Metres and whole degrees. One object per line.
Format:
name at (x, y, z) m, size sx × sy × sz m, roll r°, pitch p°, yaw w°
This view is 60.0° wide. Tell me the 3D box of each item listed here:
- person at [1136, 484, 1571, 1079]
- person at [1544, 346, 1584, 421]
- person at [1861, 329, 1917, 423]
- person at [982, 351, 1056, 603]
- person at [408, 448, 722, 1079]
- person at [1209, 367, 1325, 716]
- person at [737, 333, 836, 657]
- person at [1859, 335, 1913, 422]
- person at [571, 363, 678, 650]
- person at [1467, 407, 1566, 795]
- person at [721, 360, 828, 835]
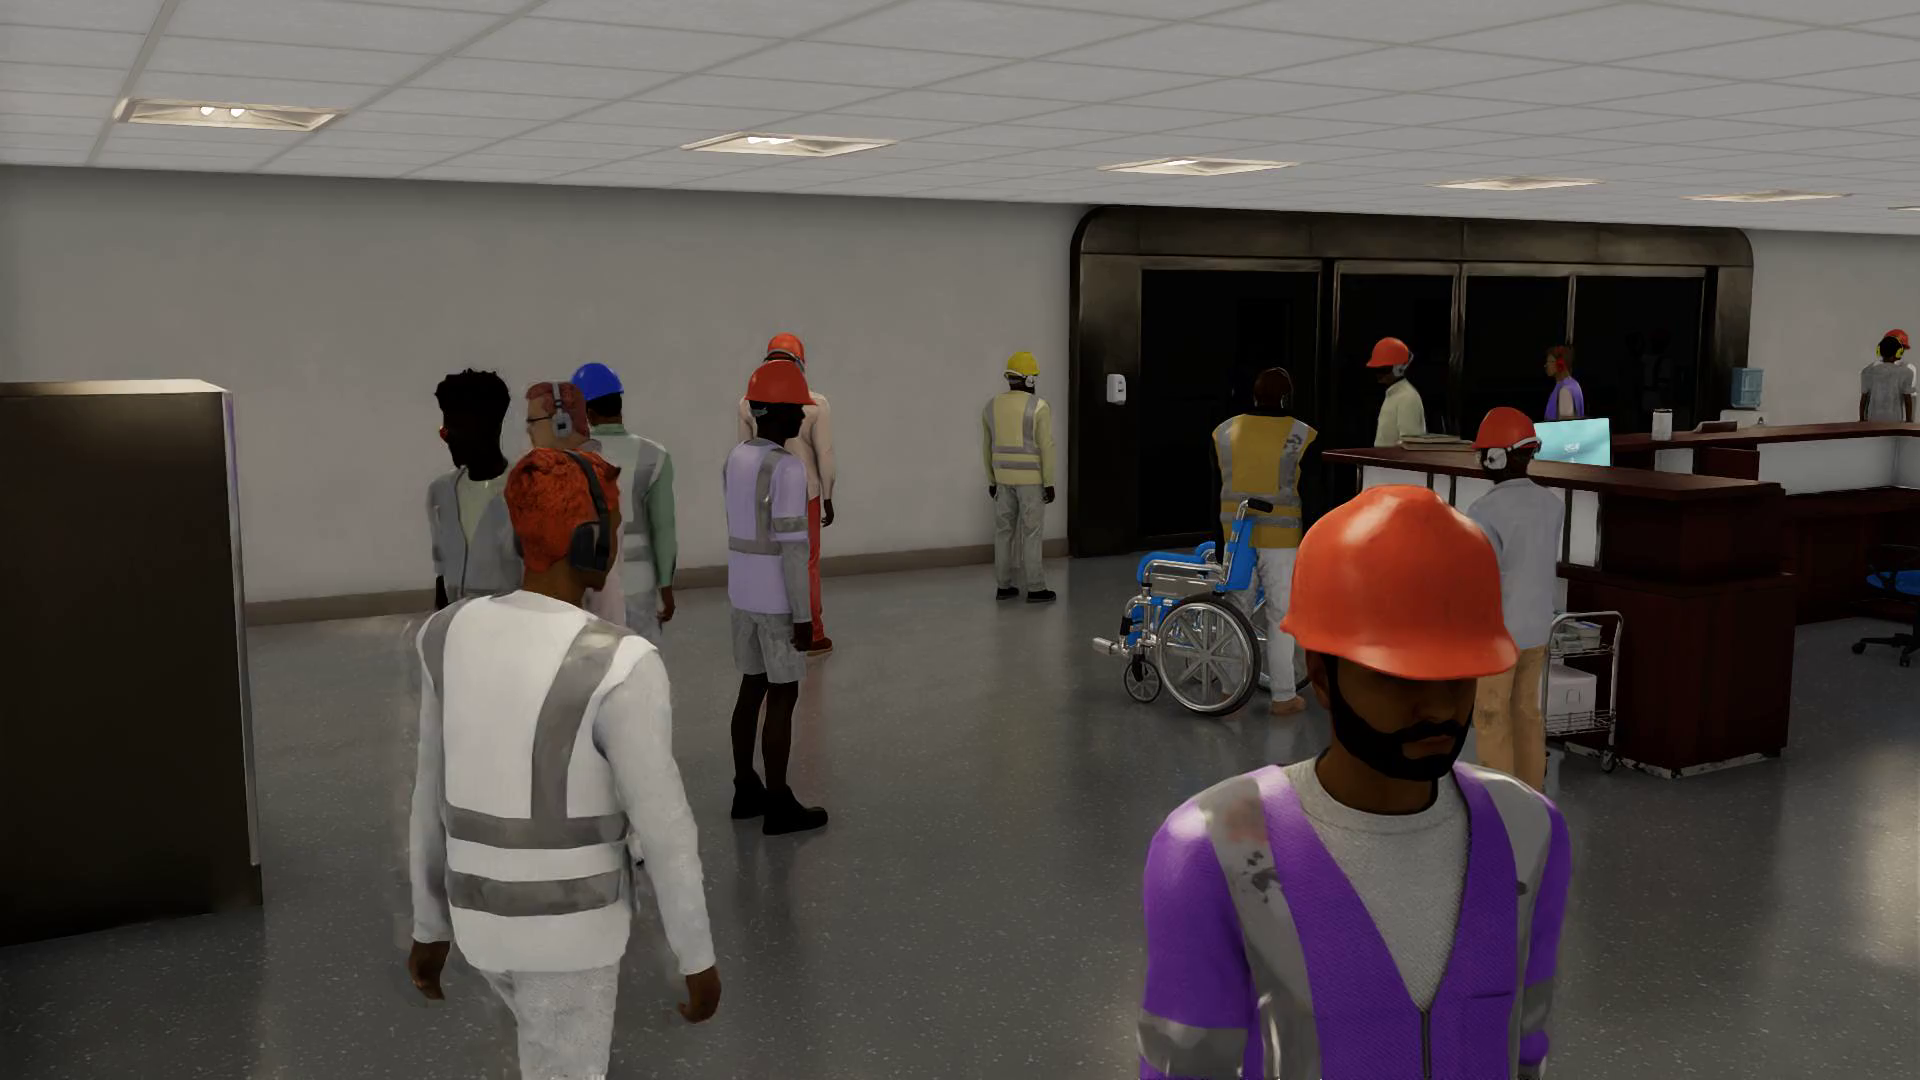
person at (0.479, 0.895, 1.970) m, size 0.547 × 1.938 × 0.379 m, roll -2°, pitch 8°, yaw -17°
person at (5.124, -0.741, 14.210) m, size 0.455 × 1.825 × 0.593 m, roll 3°, pitch 8°, yaw 21°
person at (9.759, -1.242, 17.478) m, size 0.374 × 1.928 × 0.542 m, roll -6°, pitch 10°, yaw -39°
person at (0.451, -0.457, 12.128) m, size 0.589 × 1.834 × 0.403 m, roll 5°, pitch 10°, yaw 34°
person at (-0.748, 0.751, 3.253) m, size 0.613 × 1.864 × 0.612 m, roll 5°, pitch 9°, yaw 32°
person at (1.619, 0.011, 8.764) m, size 0.630 × 1.835 × 0.429 m, roll 5°, pitch 9°, yaw 30°
person at (-1.057, -0.272, 10.228) m, size 0.610 × 1.990 × 0.390 m, roll 1°, pitch 8°, yaw 10°
person at (9.600, -1.183, 17.256) m, size 0.513 × 1.872 × 0.328 m, roll 6°, pitch 10°, yaw 38°
person at (-1.566, 0.165, 7.416) m, size 0.618 × 1.912 × 0.812 m, roll -1°, pitch 8°, yaw -7°
person at (2.142, 0.348, 6.591) m, size 0.571 × 1.748 × 0.343 m, roll -7°, pitch 10°, yaw -40°
person at (-0.754, 0.232, 6.817) m, size 0.381 × 1.931 × 0.545 m, roll -6°, pitch 10°, yaw -35°
